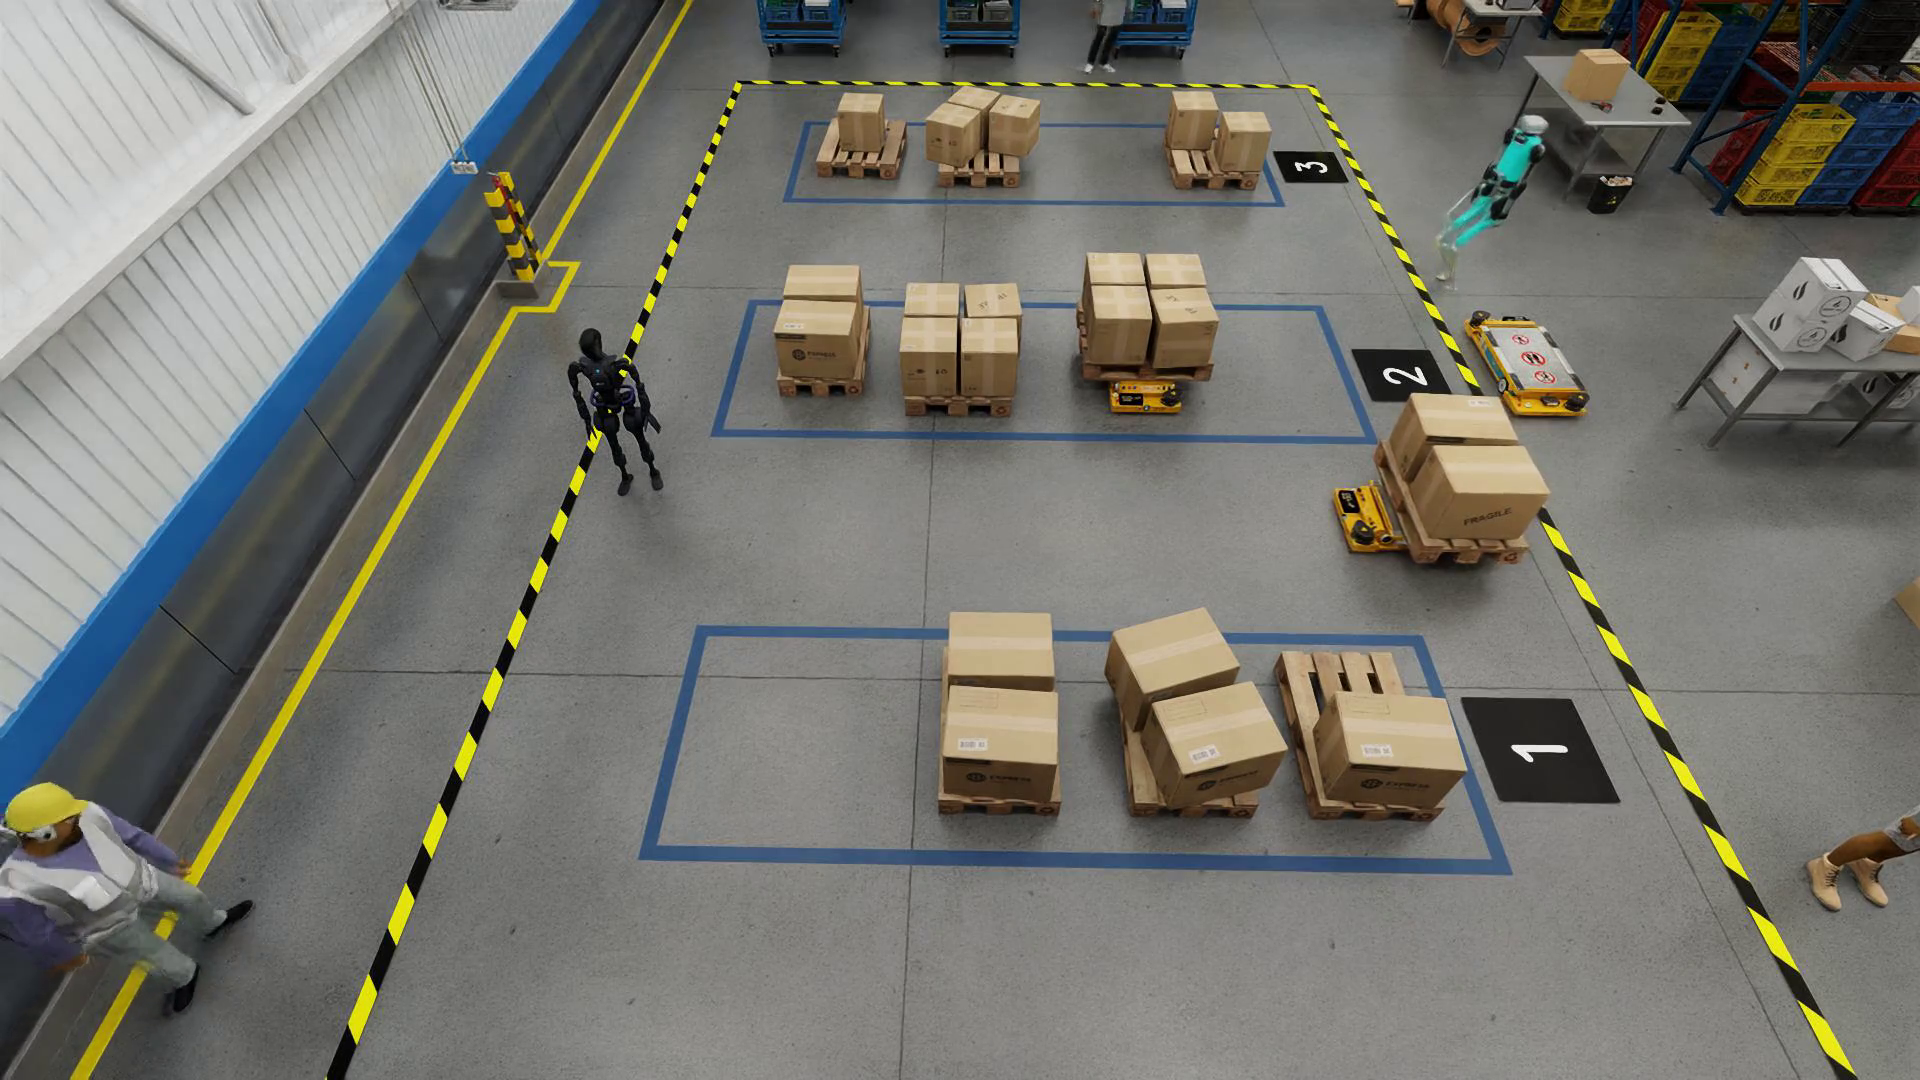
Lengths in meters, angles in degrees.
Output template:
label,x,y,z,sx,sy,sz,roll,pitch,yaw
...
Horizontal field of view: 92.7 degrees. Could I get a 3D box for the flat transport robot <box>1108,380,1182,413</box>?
label,x,y,z,sx,sy,sz,roll,pitch,yaw
flat transport robot,1.773,-1.807,9.079,0.652,0.197,1.431,1,49,1

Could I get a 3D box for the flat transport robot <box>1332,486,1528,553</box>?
label,x,y,z,sx,sy,sz,roll,pitch,yaw
flat transport robot,3.942,-0.204,7.691,1.431,0.197,0.652,1,49,1

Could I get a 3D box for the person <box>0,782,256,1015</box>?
label,x,y,z,sx,sy,sz,roll,pitch,yaw
person,-4.472,1.946,4.856,0.407,1.781,0.702,7,50,6

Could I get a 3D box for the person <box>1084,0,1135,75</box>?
label,x,y,z,sx,sy,sz,roll,pitch,yaw
person,2.203,-7.641,13.126,0.655,1.821,0.379,-16,51,-13

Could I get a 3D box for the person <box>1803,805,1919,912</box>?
label,x,y,z,sx,sy,sz,roll,pitch,yaw
person,5.587,1.531,5.037,0.615,2.039,0.381,-2,49,-2

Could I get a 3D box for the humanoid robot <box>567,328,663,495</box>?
label,x,y,z,sx,sy,sz,roll,pitch,yaw
humanoid robot,-2.786,-1.028,7.485,0.599,1.653,0.315,-7,50,-6

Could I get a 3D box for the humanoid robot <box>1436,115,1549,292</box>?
label,x,y,z,sx,sy,sz,roll,pitch,yaw
humanoid robot,5.406,-3.486,9.587,0.793,1.768,0.572,-10,50,-9

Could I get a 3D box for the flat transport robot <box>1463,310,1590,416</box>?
label,x,y,z,sx,sy,sz,roll,pitch,yaw
flat transport robot,5.573,-1.757,9.054,0.659,0.231,1.431,1,49,1
